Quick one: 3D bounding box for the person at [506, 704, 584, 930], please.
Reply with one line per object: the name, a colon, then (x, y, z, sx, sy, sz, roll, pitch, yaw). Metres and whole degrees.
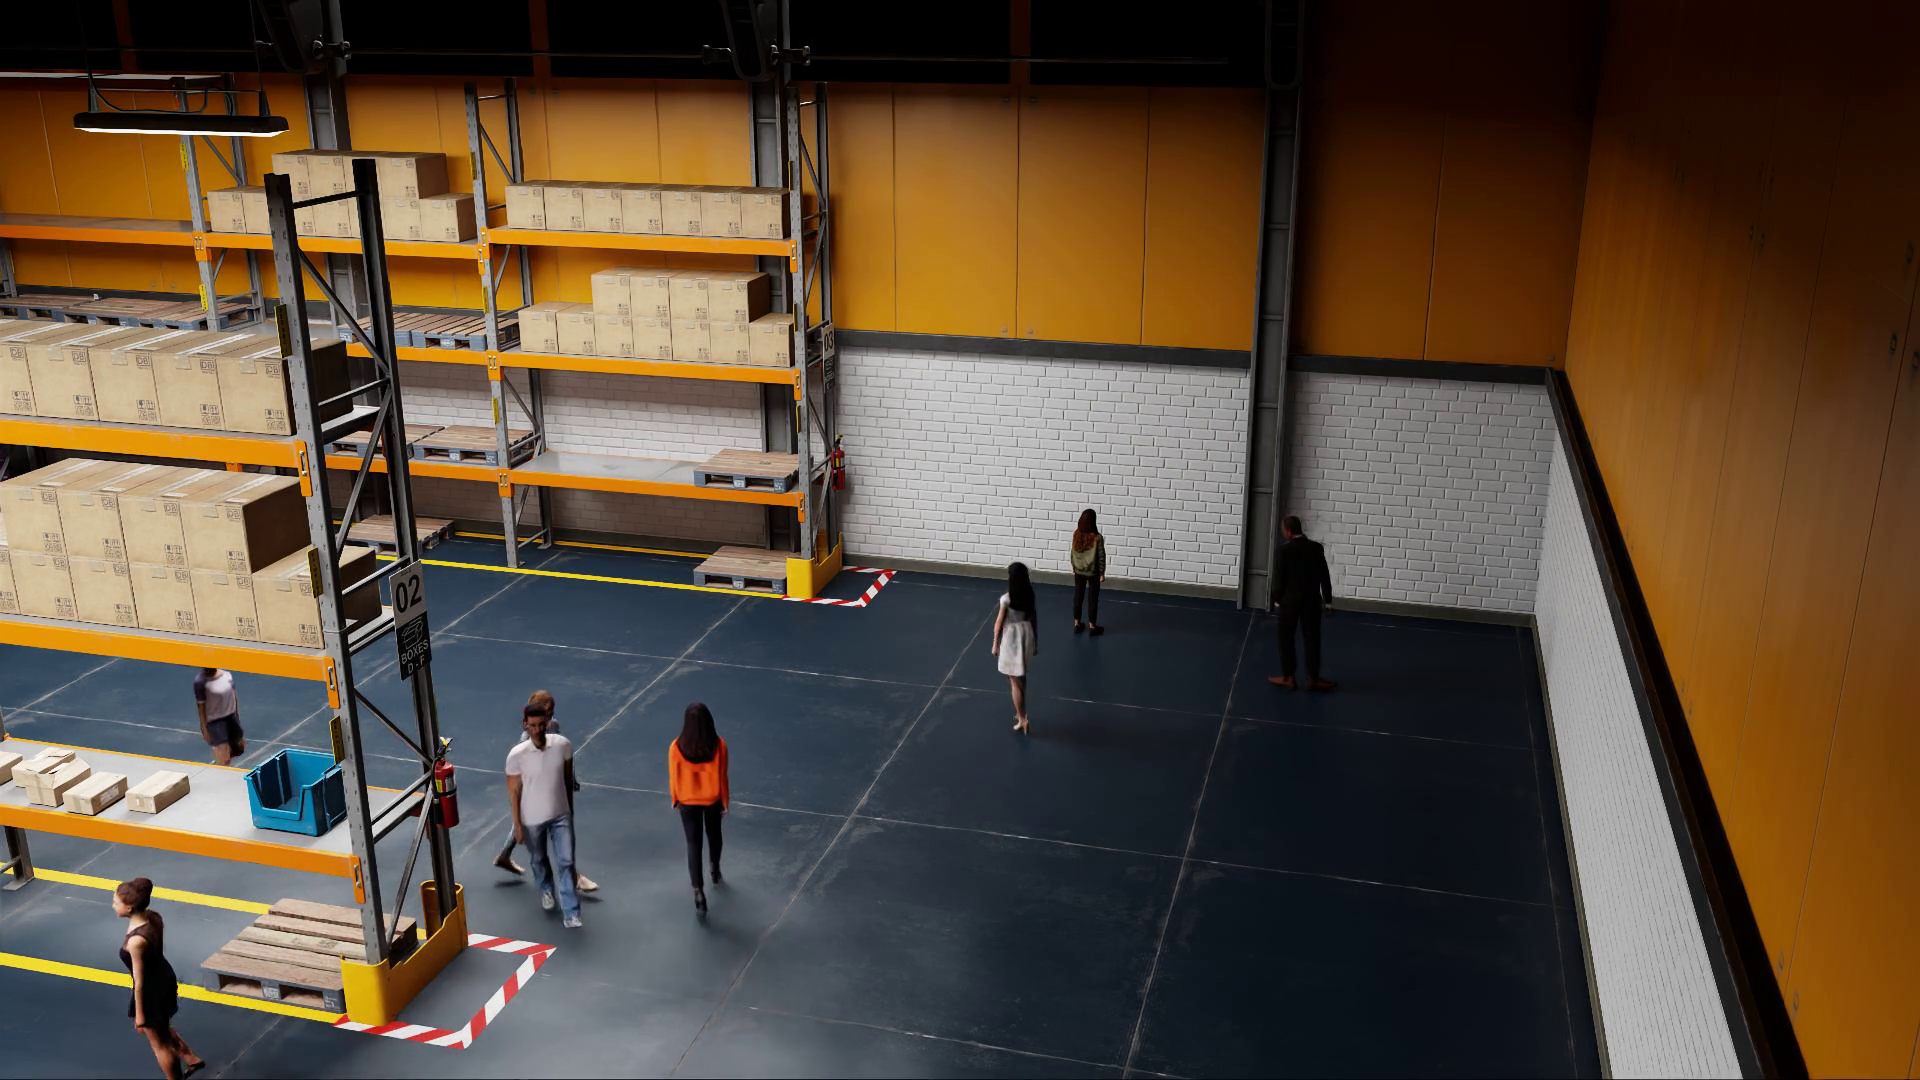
person: (-3.289, 2.125, 13.131, 1.140, 1.823, 1.132, -7, 20, -21)

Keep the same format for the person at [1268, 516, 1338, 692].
person: (3.622, 0.674, 17.351, 0.626, 1.877, 0.973, 6, 19, 16)

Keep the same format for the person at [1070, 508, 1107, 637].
person: (1.453, 0.353, 18.938, 0.540, 1.475, 0.696, 12, 22, 31)

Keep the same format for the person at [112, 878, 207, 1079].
person: (-5.197, 2.956, 10.911, 0.754, 1.664, 0.703, -4, 19, -10)

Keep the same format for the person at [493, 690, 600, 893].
person: (-3.478, 2.038, 13.506, 1.212, 1.748, 0.678, 6, 20, 18)

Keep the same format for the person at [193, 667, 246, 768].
person: (-6.738, 1.624, 15.043, 0.798, 1.550, 0.627, 8, 20, 22)

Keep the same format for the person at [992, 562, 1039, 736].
person: (0.604, 1.096, 16.285, 0.840, 1.759, 0.903, -11, 22, -30)

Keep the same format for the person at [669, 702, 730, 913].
person: (-2.069, 2.133, 13.248, 1.059, 1.732, 0.960, -3, 19, -10)
